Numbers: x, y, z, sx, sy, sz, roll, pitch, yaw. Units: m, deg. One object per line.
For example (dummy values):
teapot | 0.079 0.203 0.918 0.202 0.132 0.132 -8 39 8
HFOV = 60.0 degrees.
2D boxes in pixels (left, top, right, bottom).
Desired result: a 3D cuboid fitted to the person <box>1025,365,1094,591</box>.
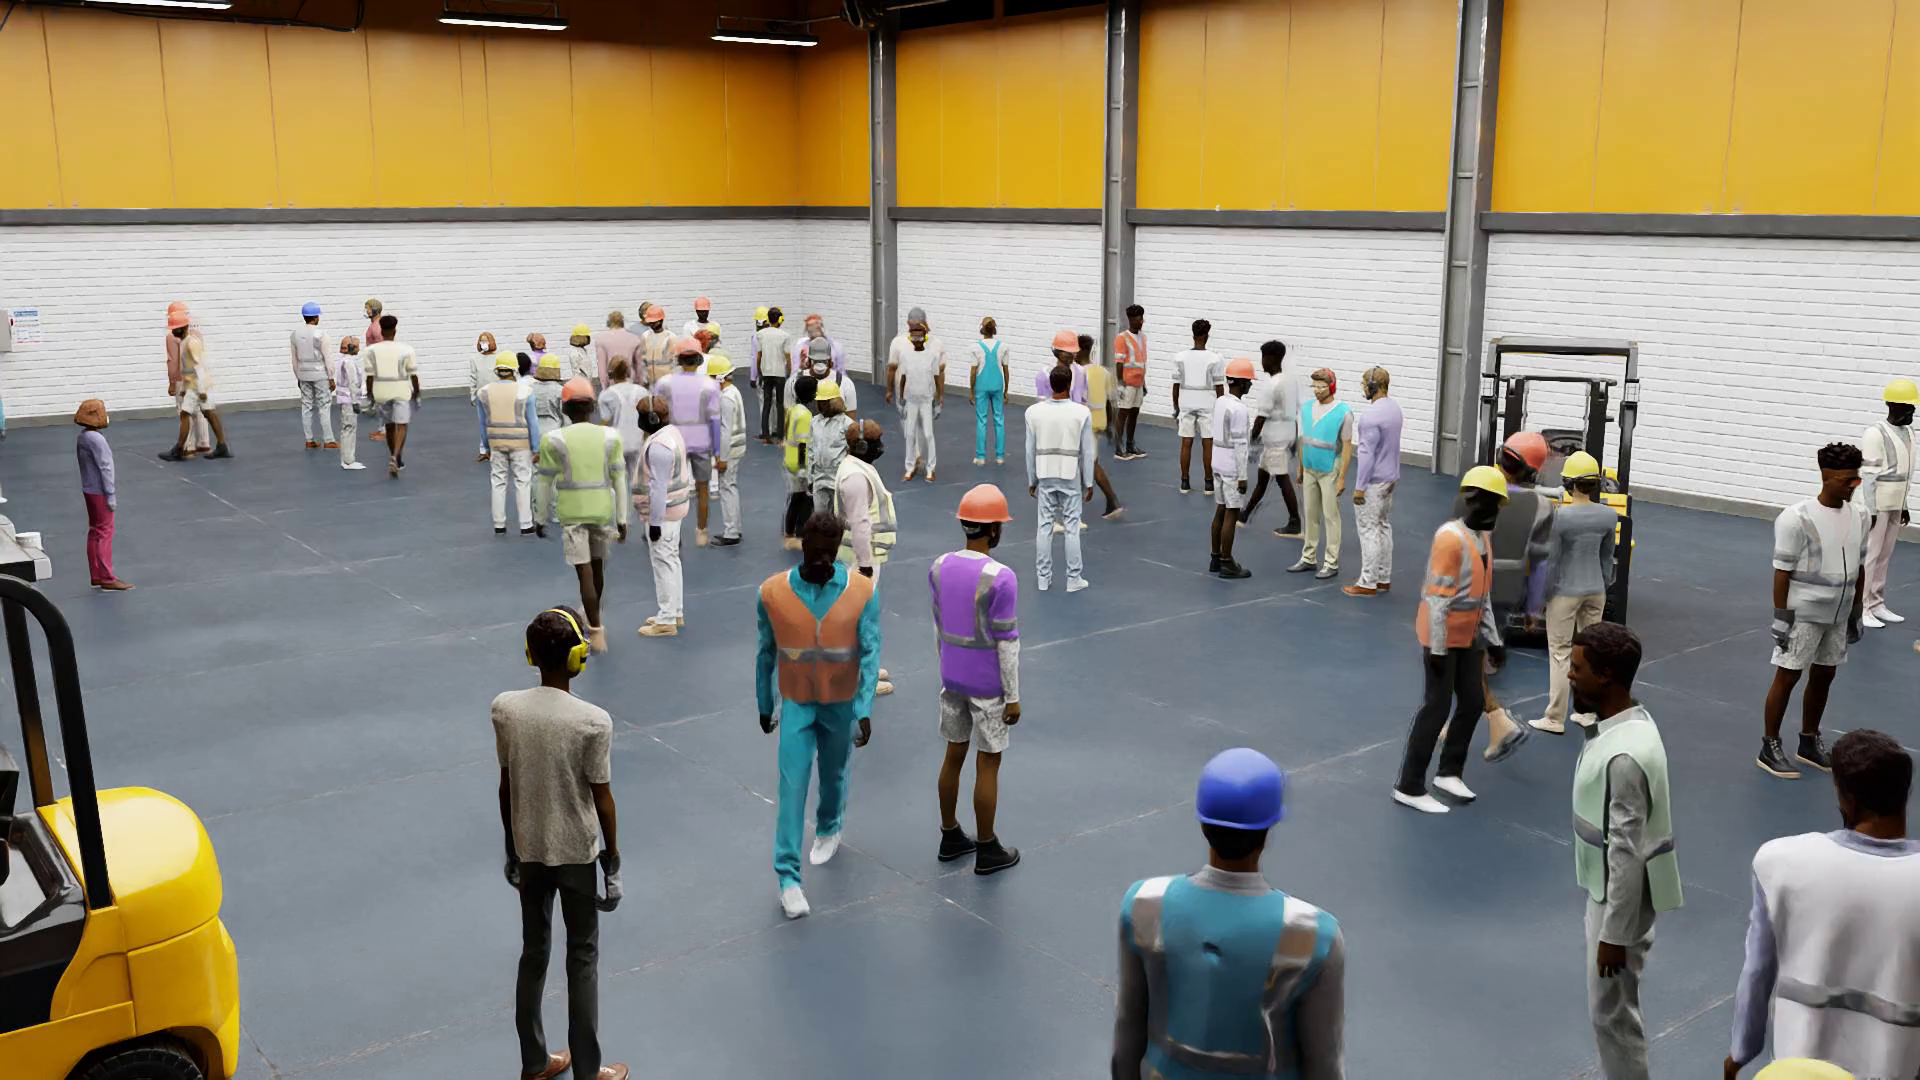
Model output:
person | 0.837 -0.514 14.014 0.593 1.920 0.391 4 12 17

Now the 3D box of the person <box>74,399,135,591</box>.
person | -7.269 -0.382 14.067 0.507 1.633 0.276 11 16 43

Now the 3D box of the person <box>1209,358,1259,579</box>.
person | 2.398 -0.627 14.540 0.388 1.930 0.544 -2 12 -11

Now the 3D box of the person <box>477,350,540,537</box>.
person | -4.399 -0.939 16.295 0.595 1.826 0.403 1 12 5

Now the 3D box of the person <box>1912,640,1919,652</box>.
person | 7.233 -0.078 12.002 0.627 1.876 0.415 -8 14 -34

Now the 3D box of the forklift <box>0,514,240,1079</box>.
forklift | -3.687 1.115 5.480 2.313 2.155 1.214 -9 15 -36

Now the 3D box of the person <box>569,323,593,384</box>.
person | -4.720 -1.840 20.840 0.290 1.745 0.485 0 12 2

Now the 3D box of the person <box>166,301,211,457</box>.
person | -9.922 -2.056 21.312 0.411 1.985 0.628 3 12 14

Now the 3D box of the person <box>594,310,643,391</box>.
person | -4.351 -2.008 21.413 0.640 1.865 1.077 -5 13 -24

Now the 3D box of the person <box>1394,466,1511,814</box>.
person | 2.709 0.531 9.085 0.432 1.876 0.625 9 15 38

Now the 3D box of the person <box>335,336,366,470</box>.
person | -7.449 -1.673 20.325 0.323 1.630 0.505 -6 13 -26

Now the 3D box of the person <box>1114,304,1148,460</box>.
person | 2.186 -2.010 21.123 0.362 1.963 0.614 9 15 38

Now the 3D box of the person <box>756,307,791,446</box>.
person | -2.477 -2.181 22.222 0.523 1.858 0.337 3 12 16

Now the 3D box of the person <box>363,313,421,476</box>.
person | -6.788 -1.734 19.873 0.608 1.936 0.889 -1 12 -6

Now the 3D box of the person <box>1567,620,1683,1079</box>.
person | 2.242 1.222 5.685 0.414 1.906 0.615 4 12 18

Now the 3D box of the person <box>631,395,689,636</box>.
person | -2.279 -0.190 12.675 0.429 1.831 0.635 0 12 -2

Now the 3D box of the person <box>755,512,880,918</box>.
person | -0.677 0.769 7.977 0.593 1.868 0.965 -2 12 -9

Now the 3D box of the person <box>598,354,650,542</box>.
person | -3.186 -0.855 15.906 0.505 1.832 0.568 -8 14 -32

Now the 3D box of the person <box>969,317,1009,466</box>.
person | 0.356 -1.835 20.576 0.507 1.846 0.346 -2 12 -11

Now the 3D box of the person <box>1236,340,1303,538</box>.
person | 2.986 -0.996 16.327 0.977 1.915 0.639 7 14 32

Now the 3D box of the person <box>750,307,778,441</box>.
person | -2.649 -2.267 22.707 0.403 1.826 0.595 7 14 30

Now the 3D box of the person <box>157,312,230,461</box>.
person | -9.703 -1.923 20.880 0.908 1.880 0.553 -6 13 -25

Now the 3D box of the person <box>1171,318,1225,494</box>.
person | 2.665 -1.490 18.610 0.608 1.966 0.374 5 13 23

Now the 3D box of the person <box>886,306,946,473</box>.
person | -0.498 -1.835 20.099 0.715 2.000 0.923 -4 12 -20

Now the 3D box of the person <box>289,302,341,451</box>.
person | -8.434 -2.132 21.753 0.602 1.949 0.387 3 12 16

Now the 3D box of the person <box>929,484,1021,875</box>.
person | 0.098 0.683 8.207 0.387 1.931 0.543 -11 16 -44

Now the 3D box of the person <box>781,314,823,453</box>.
person | -1.913 -1.873 20.731 0.592 1.861 0.720 7 13 29

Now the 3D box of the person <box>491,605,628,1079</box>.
person | -1.465 1.158 6.098 0.500 1.861 0.328 4 12 17

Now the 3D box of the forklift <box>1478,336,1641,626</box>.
forklift | 4.683 -0.471 13.136 1.214 2.155 2.313 4 12 20

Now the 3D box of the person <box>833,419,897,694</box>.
person | -0.638 0.103 11.221 0.430 1.845 0.619 -1 12 -5

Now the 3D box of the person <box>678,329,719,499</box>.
person | -2.841 -1.394 18.400 0.591 1.873 0.373 3 12 16

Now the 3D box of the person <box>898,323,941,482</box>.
person | -0.470 -1.599 19.407 0.515 1.861 0.321 3 12 15

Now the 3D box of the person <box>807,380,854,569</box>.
person | -1.127 -0.521 14.479 0.493 1.741 0.315 6 13 27

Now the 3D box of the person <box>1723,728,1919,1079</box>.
person | 2.437 1.464 4.553 0.667 1.884 0.520 7 13 29

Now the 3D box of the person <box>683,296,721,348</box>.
person | -3.566 -2.414 23.142 0.542 1.939 0.368 -6 13 -26

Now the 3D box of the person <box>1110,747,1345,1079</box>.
person | 0.687 1.484 4.325 0.611 1.942 0.413 5 13 24

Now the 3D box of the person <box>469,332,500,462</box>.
person | -5.907 -1.792 20.873 0.502 1.636 0.280 1 12 7

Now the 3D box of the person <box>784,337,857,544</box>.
person | -1.317 -0.898 15.573 0.686 2.000 0.535 0 12 1

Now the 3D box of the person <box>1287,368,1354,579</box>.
person | 3.184 -0.585 14.554 0.390 1.838 0.563 -8 14 -34

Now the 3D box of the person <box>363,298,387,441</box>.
person | -7.939 -2.323 22.704 0.372 1.940 0.631 -4 12 -20

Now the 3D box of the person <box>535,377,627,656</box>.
person | -2.821 -0.198 12.297 0.624 1.992 1.015 -7 13 -29

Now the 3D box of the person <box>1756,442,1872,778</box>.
person | 4.903 0.400 9.507 0.607 1.957 0.380 -3 12 -16

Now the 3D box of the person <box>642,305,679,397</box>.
person | -3.922 -2.101 21.698 0.540 1.920 0.420 6 13 25

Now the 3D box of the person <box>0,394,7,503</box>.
person | -10.578 -1.180 17.929 0.523 1.631 0.317 -2 12 -12

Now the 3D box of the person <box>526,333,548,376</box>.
person | -5.253 -1.779 20.825 0.319 1.631 0.524 6 13 27

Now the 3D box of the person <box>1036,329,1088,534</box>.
person | 1.037 -1.065 16.409 0.619 2.028 0.409 -8 14 -35

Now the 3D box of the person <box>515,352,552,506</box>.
person | -4.623 -1.215 18.054 0.577 1.634 0.859 -6 13 -29

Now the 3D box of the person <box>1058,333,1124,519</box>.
person | 1.367 -1.188 17.288 1.007 1.918 0.632 11 16 42

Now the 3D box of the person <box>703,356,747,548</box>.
person | -2.234 -0.843 15.849 0.403 1.818 0.604 -1 12 -4

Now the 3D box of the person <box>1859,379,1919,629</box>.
person | 7.197 -0.289 12.906 0.588 1.927 0.370 -8 14 -35

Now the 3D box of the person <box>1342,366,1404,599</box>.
person | 3.466 -0.482 13.842 0.368 1.927 0.639 8 14 35

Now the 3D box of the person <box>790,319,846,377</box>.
person | -1.701 -1.701 19.907 0.645 1.850 0.995 1 12 6

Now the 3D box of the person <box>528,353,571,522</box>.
person | -4.196 -1.043 17.032 0.489 1.728 0.323 2 12 10

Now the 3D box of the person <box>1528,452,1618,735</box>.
person | 3.794 0.332 10.301 0.522 1.768 0.312 -4 12 -18

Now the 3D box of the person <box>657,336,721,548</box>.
person | -2.534 -0.876 15.541 0.632 2.020 0.694 0 12 0

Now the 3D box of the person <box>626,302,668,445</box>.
person | -4.159 -2.225 22.269 0.636 1.928 0.383 -8 14 -35

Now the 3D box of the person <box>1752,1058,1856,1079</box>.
person | 1.540 1.806 3.182 0.311 1.768 0.532 9 15 36

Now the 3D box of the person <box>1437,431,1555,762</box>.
person | 3.111 0.335 9.756 0.641 1.979 0.753 -3 12 -14
